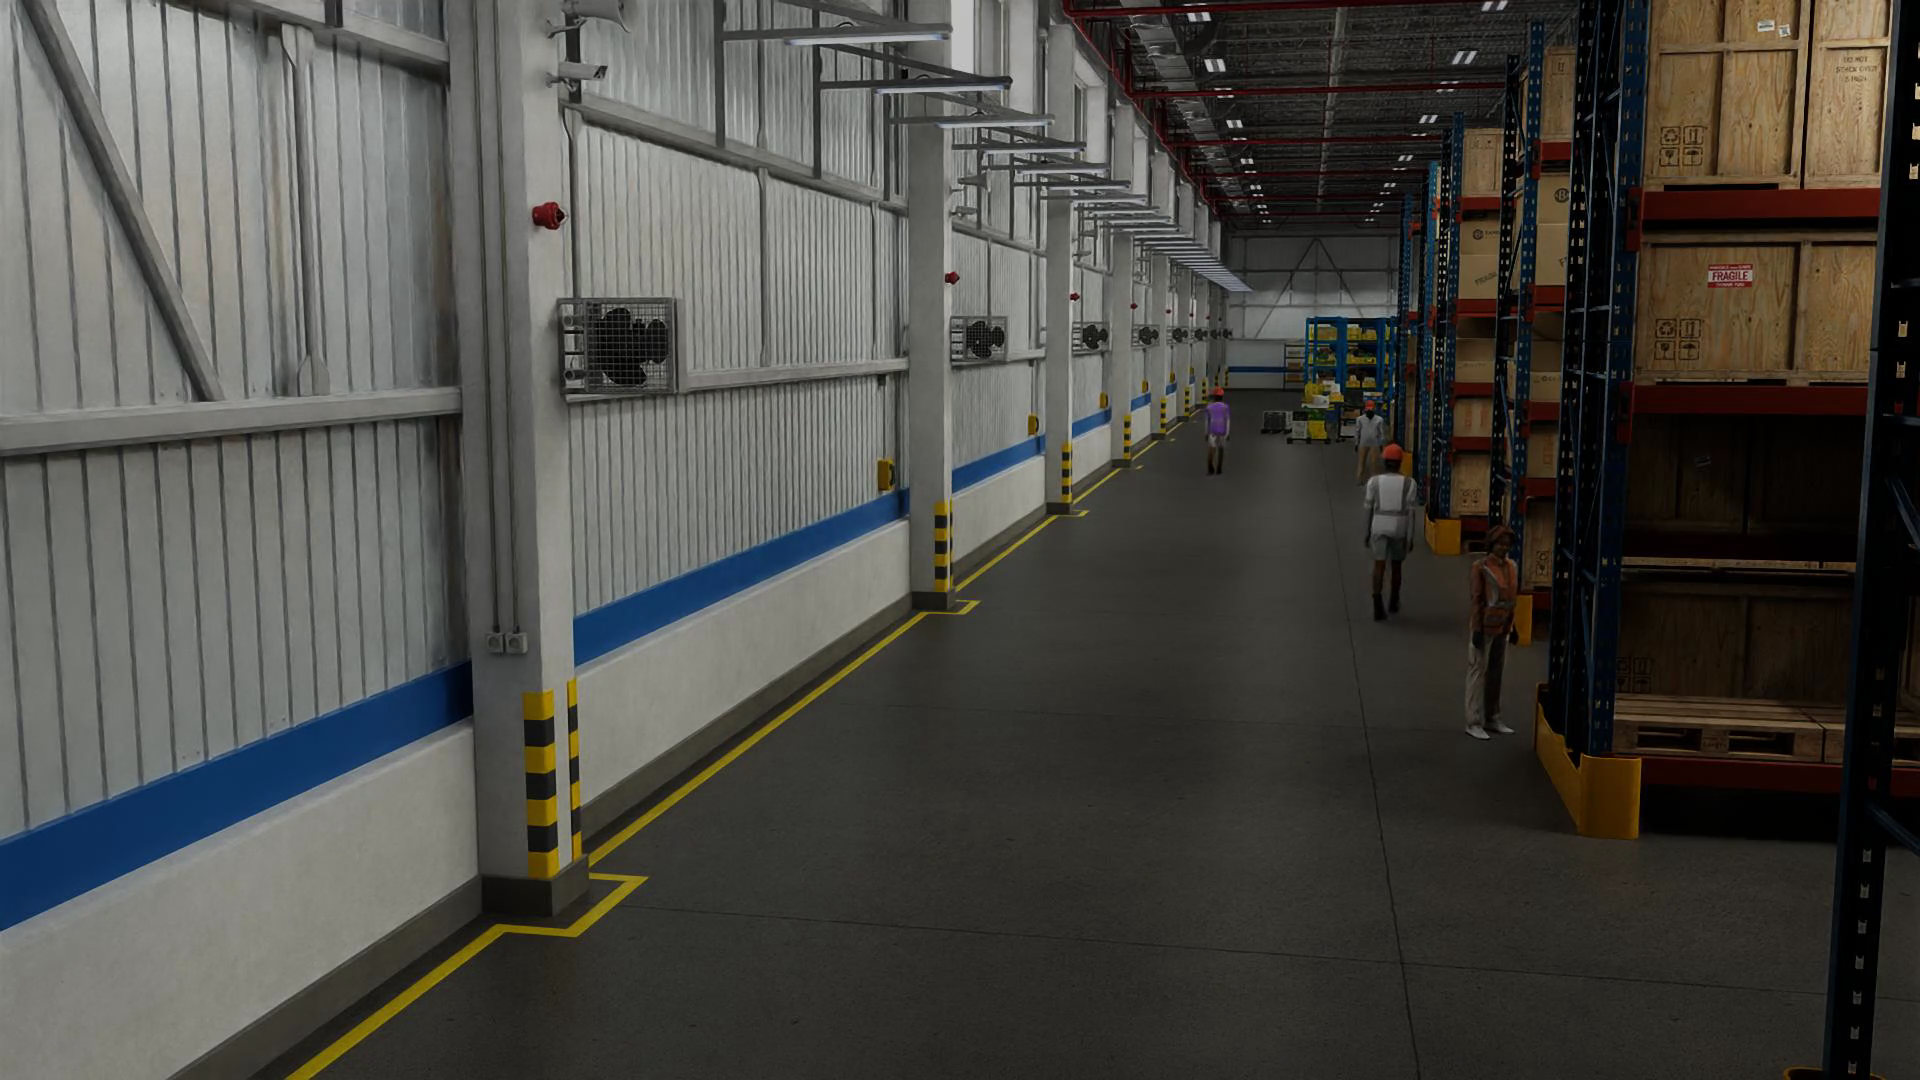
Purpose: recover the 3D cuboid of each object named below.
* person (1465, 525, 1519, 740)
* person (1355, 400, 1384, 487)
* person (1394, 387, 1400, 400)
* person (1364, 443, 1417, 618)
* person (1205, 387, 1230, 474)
[{"bbox_3d":[4.078,0.698,12.735,0.512,1.639,0.311,-5,9,-35],"label":"person"},{"bbox_3d":[8.200,-1.933,33.334,0.568,1.750,0.342,2,7,12],"label":"person"},{"bbox_3d":[12.416,-3.599,46.765,0.345,1.735,0.485,-5,9,-37],"label":"person"},{"bbox_3d":[4.669,-0.102,18.102,0.555,1.908,0.915,2,8,19],"label":"person"},{"bbox_3d":[5.589,-2.364,36.134,0.550,1.921,0.622,2,7,18],"label":"person"}]
